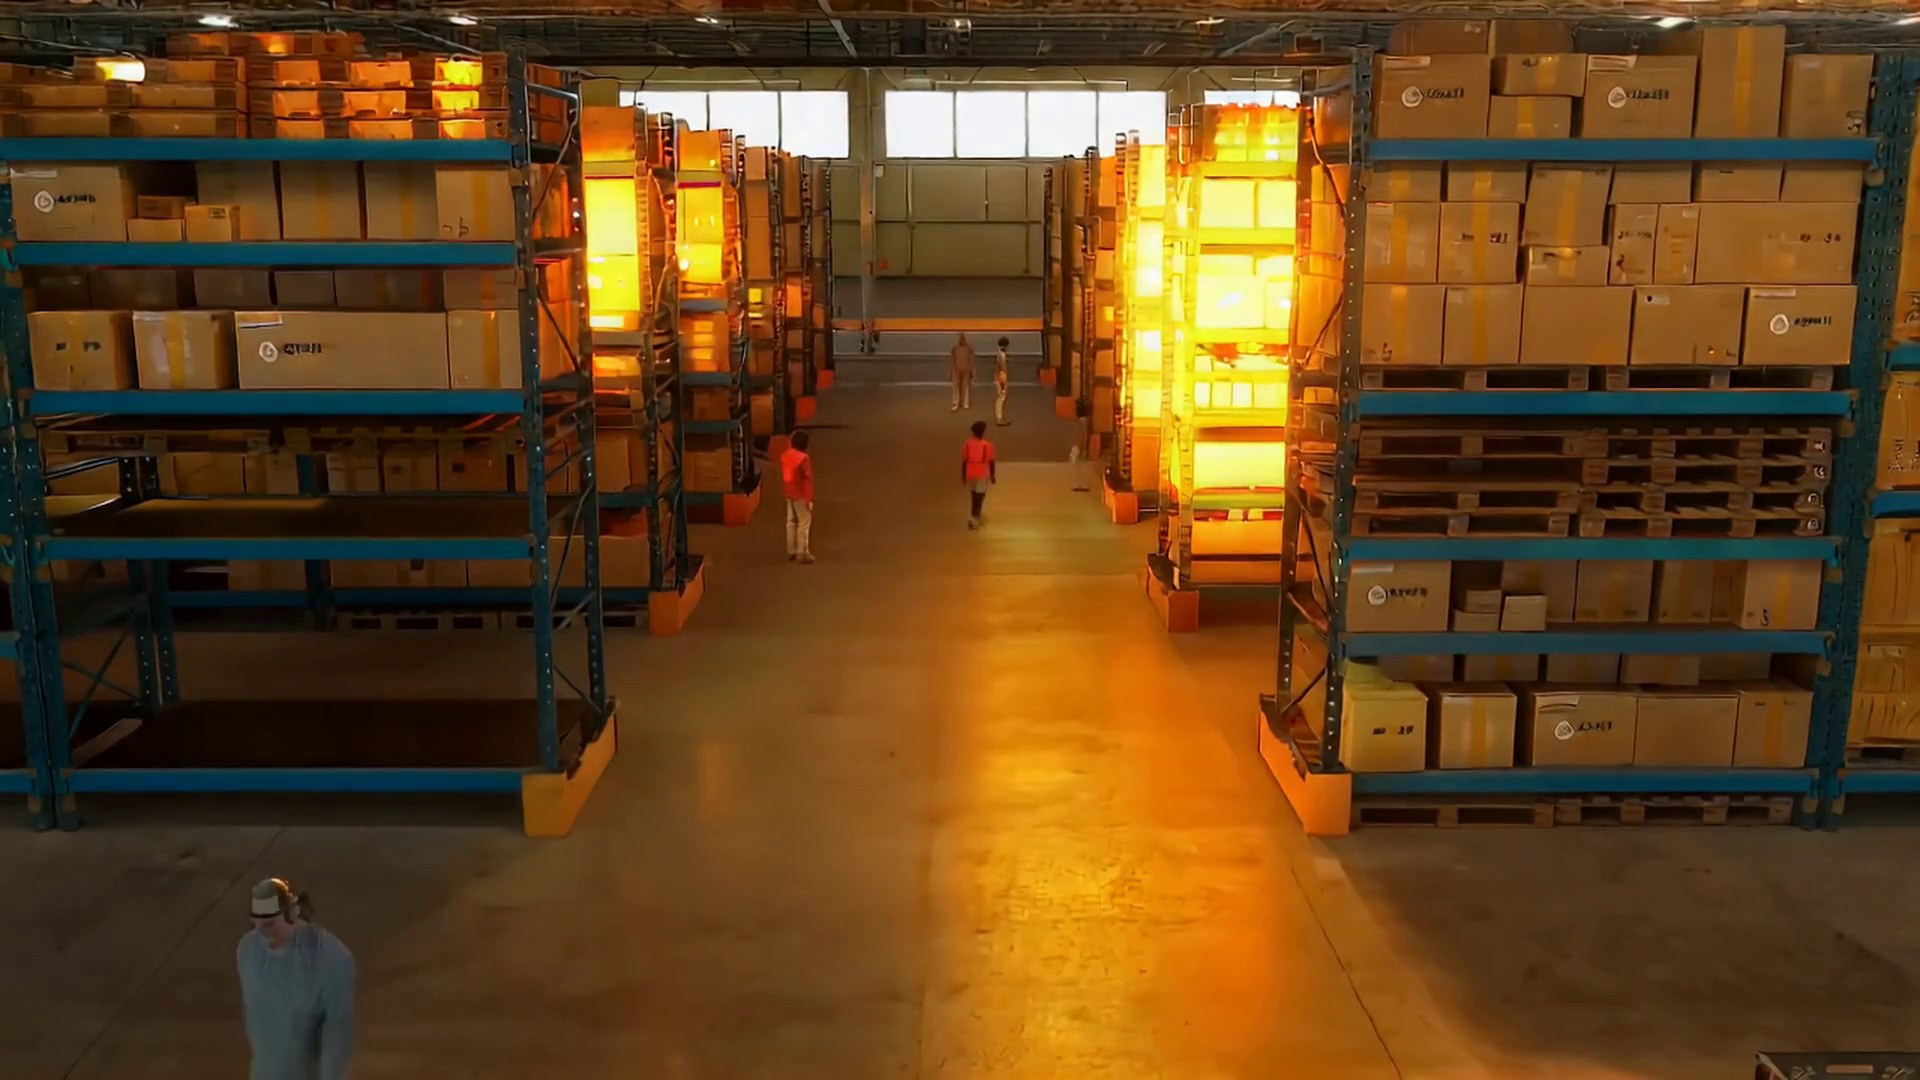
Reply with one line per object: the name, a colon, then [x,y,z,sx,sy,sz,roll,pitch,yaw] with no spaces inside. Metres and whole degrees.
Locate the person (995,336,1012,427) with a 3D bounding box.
person: [0.988,-3.586,37.554,0.380,2.041,0.616,0,11,-2]

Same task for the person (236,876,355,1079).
person: [-3.170,2.493,7.899,0.640,1.855,0.999,2,12,11]

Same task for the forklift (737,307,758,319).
forklift: [-4.609,-3.758,36.326,1.873,2.768,1.129,0,11,-1]

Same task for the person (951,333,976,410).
person: [0.059,-4.095,40.494,0.663,1.871,0.871,2,12,11]

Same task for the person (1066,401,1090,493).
person: [2.029,-1.609,28.794,0.534,1.613,0.536,-2,12,-10]

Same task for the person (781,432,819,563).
person: [-2.228,-0.600,23.265,0.429,1.839,0.634,-9,15,-38]

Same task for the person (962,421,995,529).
person: [0.265,-1.014,25.768,0.540,1.667,0.826,5,13,25]
